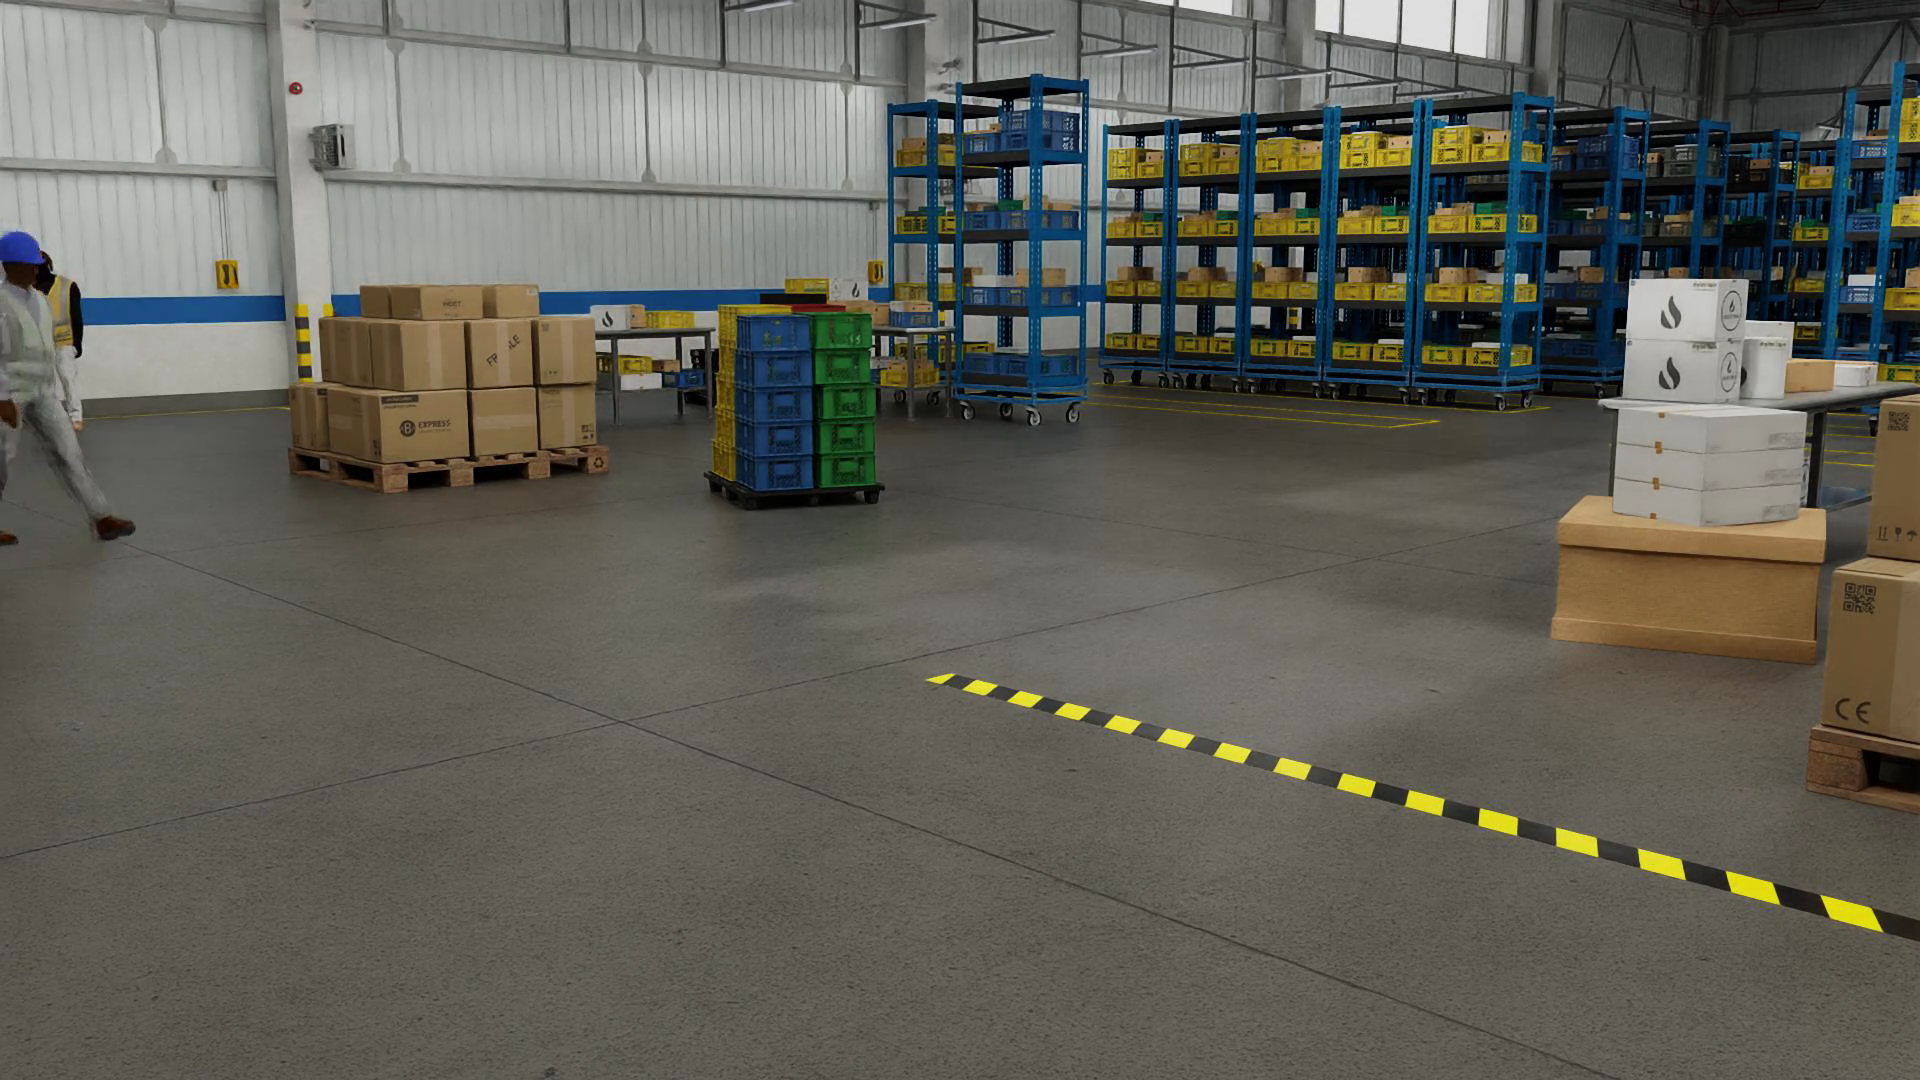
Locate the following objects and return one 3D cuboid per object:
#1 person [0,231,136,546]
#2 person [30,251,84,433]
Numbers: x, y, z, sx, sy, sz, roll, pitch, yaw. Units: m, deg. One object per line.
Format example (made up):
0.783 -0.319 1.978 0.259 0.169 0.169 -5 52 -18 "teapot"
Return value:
-5.550 -0.889 9.954 0.976 1.878 0.637 2 10 10 "person"
-9.154 -1.979 16.696 0.643 1.832 0.431 -4 10 -21 "person"
